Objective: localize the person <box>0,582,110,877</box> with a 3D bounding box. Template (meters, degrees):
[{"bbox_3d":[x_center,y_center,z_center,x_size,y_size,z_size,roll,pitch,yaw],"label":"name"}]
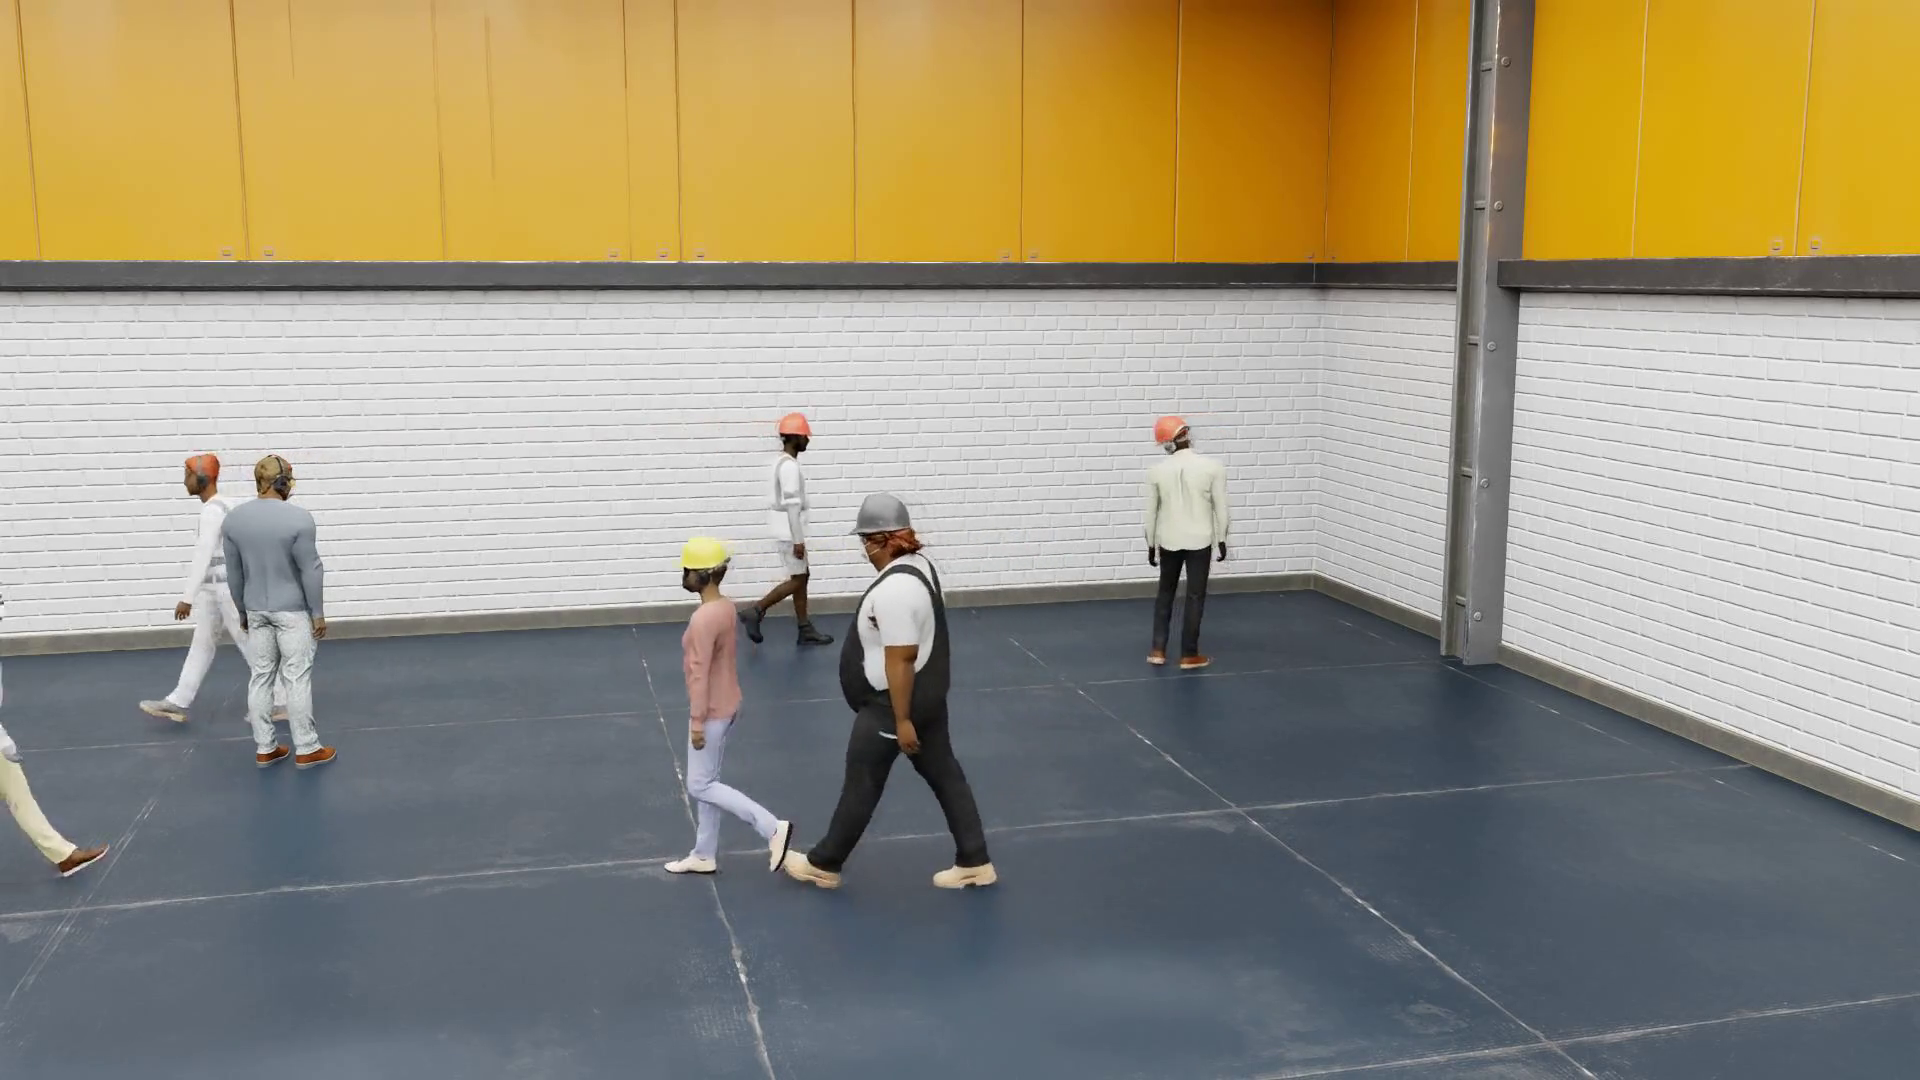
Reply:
[{"bbox_3d":[-4.702,0.955,8.072,0.889,1.583,0.512,-2,9,-13],"label":"person"}]

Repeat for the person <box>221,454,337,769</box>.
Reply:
[{"bbox_3d":[-4.168,0.445,10.181,0.627,1.934,0.370,2,9,12],"label":"person"}]

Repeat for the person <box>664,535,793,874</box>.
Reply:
[{"bbox_3d":[-1.173,0.840,8.254,0.613,1.748,0.533,1,9,5],"label":"person"}]

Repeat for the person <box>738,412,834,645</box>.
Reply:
[{"bbox_3d":[-1.407,-0.070,13.428,0.698,1.922,0.565,-1,9,-9],"label":"person"}]

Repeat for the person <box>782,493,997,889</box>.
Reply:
[{"bbox_3d":[-0.301,0.718,8.142,1.053,2.000,0.692,3,10,17],"label":"person"}]

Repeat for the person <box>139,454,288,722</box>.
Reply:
[{"bbox_3d":[-4.997,0.344,11.113,0.968,1.830,0.587,-4,10,-22],"label":"person"}]

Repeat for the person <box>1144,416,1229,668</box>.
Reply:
[{"bbox_3d":[1.721,0.033,12.753,0.668,1.949,0.396,4,10,23],"label":"person"}]
